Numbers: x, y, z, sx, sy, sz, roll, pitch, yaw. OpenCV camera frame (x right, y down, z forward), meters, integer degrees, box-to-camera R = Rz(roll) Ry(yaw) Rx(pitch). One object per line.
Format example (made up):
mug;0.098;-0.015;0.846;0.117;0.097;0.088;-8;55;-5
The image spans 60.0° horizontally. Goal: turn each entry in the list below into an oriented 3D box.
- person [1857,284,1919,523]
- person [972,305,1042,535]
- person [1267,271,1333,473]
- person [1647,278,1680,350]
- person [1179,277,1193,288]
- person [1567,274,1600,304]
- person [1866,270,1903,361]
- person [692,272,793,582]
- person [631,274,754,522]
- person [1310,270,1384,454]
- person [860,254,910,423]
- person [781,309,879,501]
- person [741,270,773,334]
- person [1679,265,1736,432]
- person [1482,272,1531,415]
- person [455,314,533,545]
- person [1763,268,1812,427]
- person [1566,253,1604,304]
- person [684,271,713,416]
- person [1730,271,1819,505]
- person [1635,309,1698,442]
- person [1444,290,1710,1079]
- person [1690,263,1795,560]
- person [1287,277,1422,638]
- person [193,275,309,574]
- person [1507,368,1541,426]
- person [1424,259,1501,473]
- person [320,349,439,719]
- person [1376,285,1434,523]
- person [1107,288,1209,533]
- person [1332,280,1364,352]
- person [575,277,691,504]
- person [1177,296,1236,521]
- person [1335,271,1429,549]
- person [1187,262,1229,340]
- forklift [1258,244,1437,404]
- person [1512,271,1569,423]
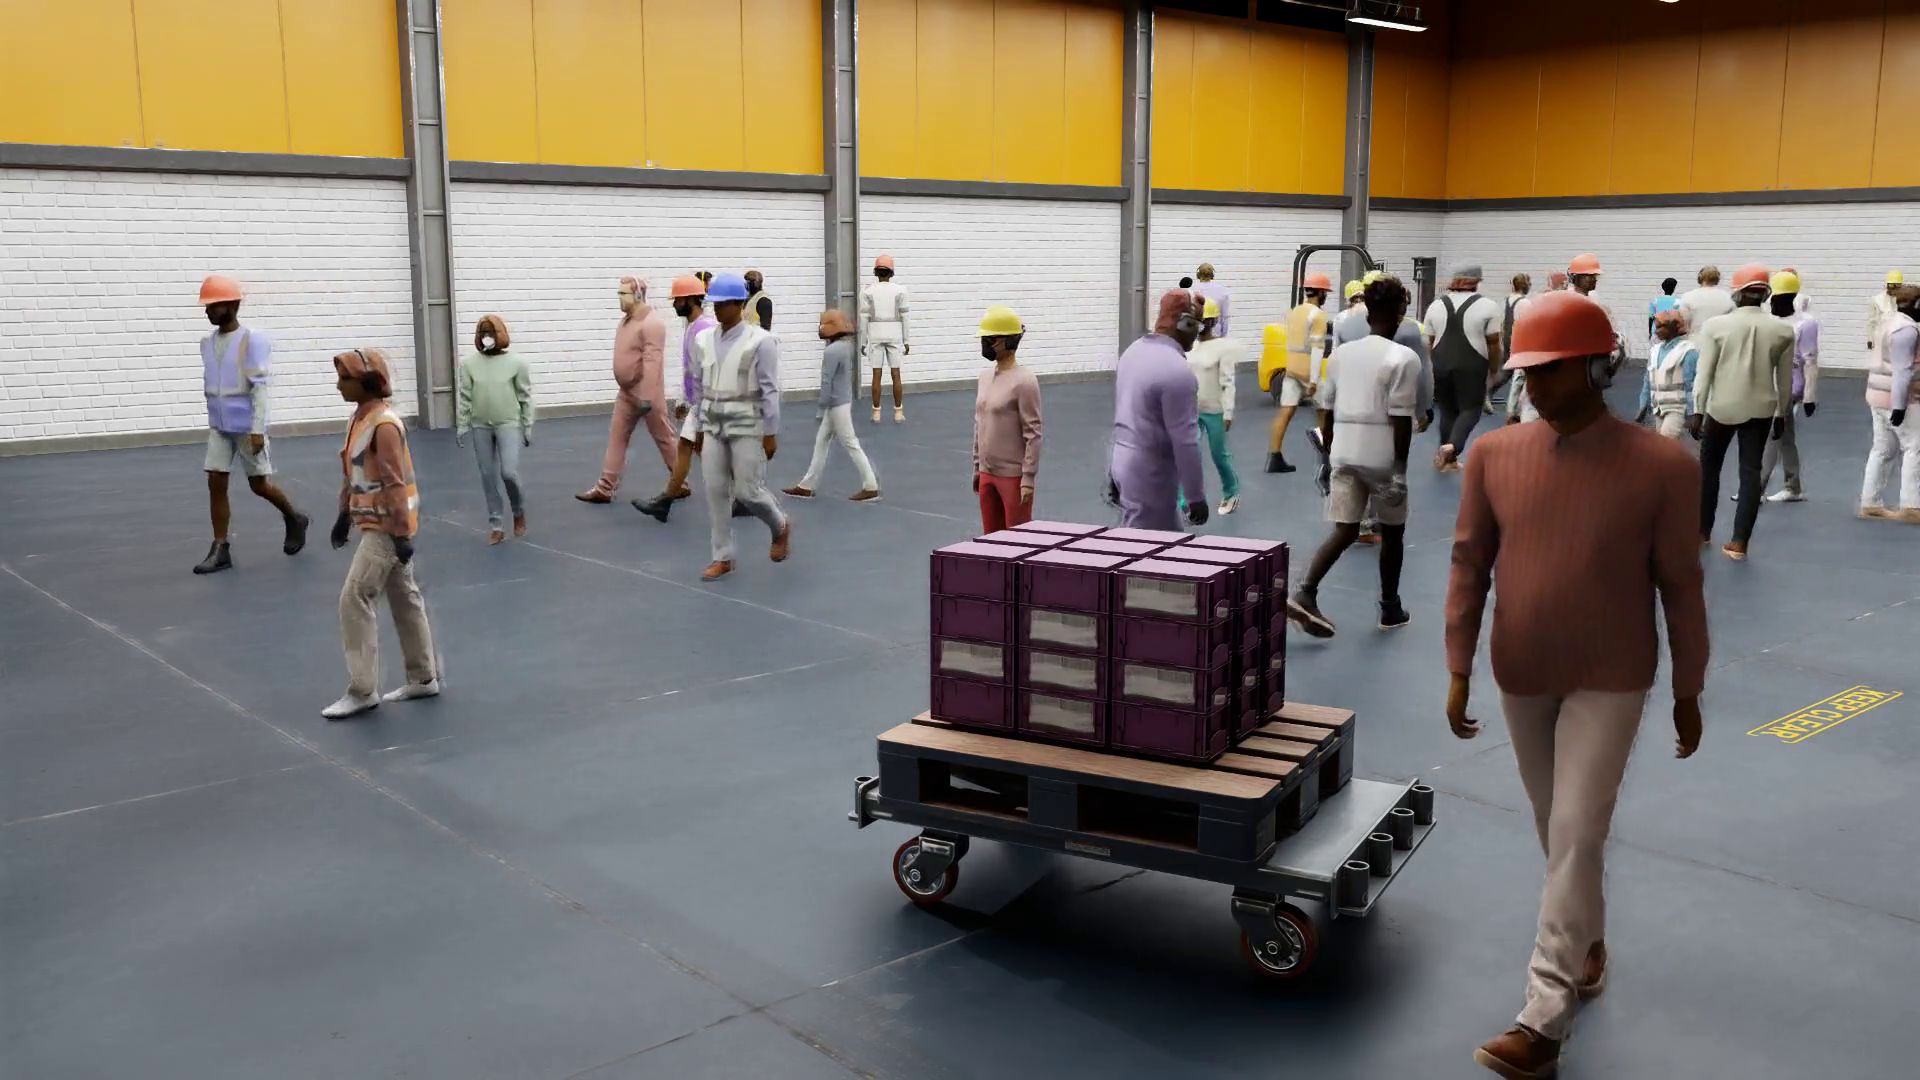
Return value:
person;7.262;-1.034;12.708;0.656;1.805;0.651;3;10;17
person;0.219;-0.345;8.766;0.314;1.767;0.534;-6;11;-32
person;3.289;-1.570;15.598;0.968;1.881;0.538;-5;11;-28
person;10.764;-3.146;25.365;0.540;1.695;0.317;7;12;34
person;3.636;-3.399;26.870;0.524;1.690;0.320;4;10;20
person;8.218;-2.721;22.319;0.655;1.885;0.676;2;10;9
person;13.001;-2.847;23.255;0.592;1.825;0.403;3;10;16
person;-1.376;-0.715;10.472;0.616;1.932;0.624;5;11;29
person;-2.038;-1.076;12.710;1.000;1.876;0.570;-3;10;-15
person;3.956;-1.743;16.602;0.777;1.894;0.617;0;10;-2
person;-0.912;-2.440;20.214;0.605;2.045;0.378;0;10;-2
person;-1.055;-1.105;13.726;0.847;1.582;0.515;1;10;7
person;-2.615;-2.500;21.160;0.429;1.845;0.621;-5;11;-28
person;8.510;-2.182;19.065;0.646;1.921;0.440;0;10;2
person;6.968;-2.455;20.969;0.806;1.823;0.510;-4;11;-23
person;-3.269;-0.766;11.658;0.505;1.622;0.343;0;10;2
person;9.761;-2.276;19.729;0.573;1.883;0.355;0;10;0
person;5.633;-1.575;15.149;0.605;2.045;0.377;-8;12;-39
person;-3.167;-2.336;20.197;0.376;1.846;0.570;-3;10;-18
person;6.592;-1.221;13.541;0.885;1.891;0.613;-1;10;-8
person;5.487;-0.969;12.854;0.408;1.620;0.522;-1;10;-9
person;1.566;0.337;4.288;0.624;1.934;1.009;8;13;40
person;5.282;-0.885;11.319;0.660;1.965;0.849;2;10;10
person;2.108;-0.426;8.817;0.892;1.923;0.610;-8;12;-39
person;-4.667;-0.768;10.833;0.548;1.911;0.826;3;10;17
person;4.440;-0.958;12.534;0.510;1.684;0.899;0;10;2
person;4.566;-1.590;15.249;0.707;2.000;0.816;8;13;40
person;-2.648;-0.030;7.373;0.667;1.616;0.536;-5;11;-27
person;3.254;-1.011;12.542;0.618;1.814;0.545;8;12;38
person;1.000;-0.279;8.074;0.682;1.865;0.666;-2;10;-12
person;4.180;-1.822;17.398;0.603;1.780;0.965;-1;10;-5
person;-2.659;-1.221;13.633;0.986;1.852;0.664;-8;12;-38
person;1.903;-1.008;12.778;0.535;1.732;0.886;7;12;35
person;2.956;-0.905;11.617;0.754;1.914;0.635;-7;12;-36
person;3.231;-2.685;21.954;0.627;1.941;0.370;-1;10;-6
forklift;5.256;-2.933;22.661;2.313;2.155;1.214;3;10;16
person;7.126;-2.317;20.071;1.018;1.856;0.658;-5;11;-25
